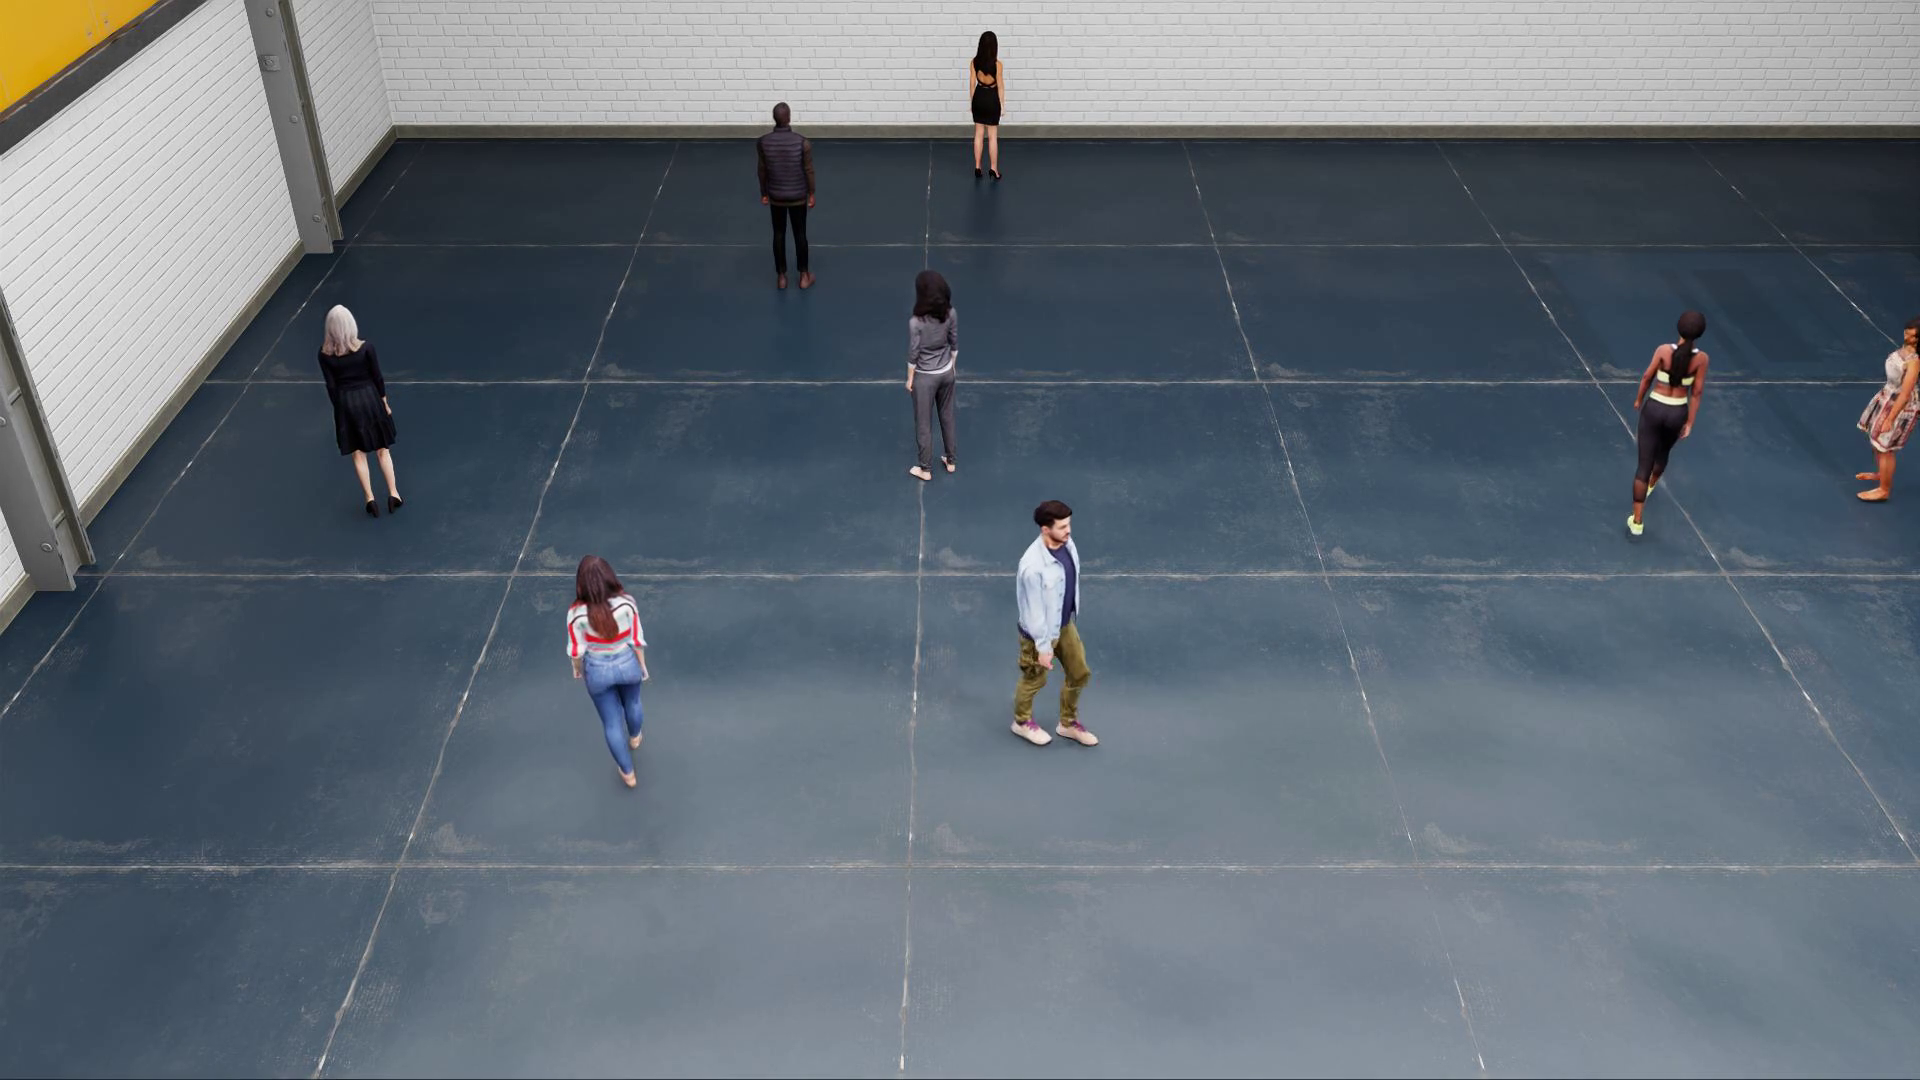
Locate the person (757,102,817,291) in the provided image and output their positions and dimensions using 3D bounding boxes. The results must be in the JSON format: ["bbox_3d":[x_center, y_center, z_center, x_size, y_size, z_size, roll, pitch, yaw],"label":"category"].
[{"bbox_3d":[-1.658,-3.299,15.960,0.715,1.836,0.602,4,34,6],"label":"person"}]

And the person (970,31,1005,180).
[{"bbox_3d":[0.291,-4.792,18.376,0.623,1.649,0.615,14,36,19],"label":"person"}]

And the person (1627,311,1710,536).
[{"bbox_3d":[5.222,-0.838,12.378,0.805,1.702,1.184,10,35,15],"label":"person"}]

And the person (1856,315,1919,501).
[{"bbox_3d":[7.207,-1.003,12.713,0.807,1.606,0.655,17,37,24],"label":"person"}]

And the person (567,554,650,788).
[{"bbox_3d":[-2.074,0.820,9.978,0.783,1.598,0.912,-11,35,-16],"label":"person"}]

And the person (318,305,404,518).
[{"bbox_3d":[-4.514,-0.970,12.536,0.669,1.747,0.667,-11,35,-16],"label":"person"}]

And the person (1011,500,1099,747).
[{"bbox_3d":[0.462,0.520,10.254,0.961,1.792,0.906,24,41,32],"label":"person"}]

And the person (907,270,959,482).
[{"bbox_3d":[-0.208,-1.284,12.993,0.667,1.763,0.674,-18,38,-25],"label":"person"}]
